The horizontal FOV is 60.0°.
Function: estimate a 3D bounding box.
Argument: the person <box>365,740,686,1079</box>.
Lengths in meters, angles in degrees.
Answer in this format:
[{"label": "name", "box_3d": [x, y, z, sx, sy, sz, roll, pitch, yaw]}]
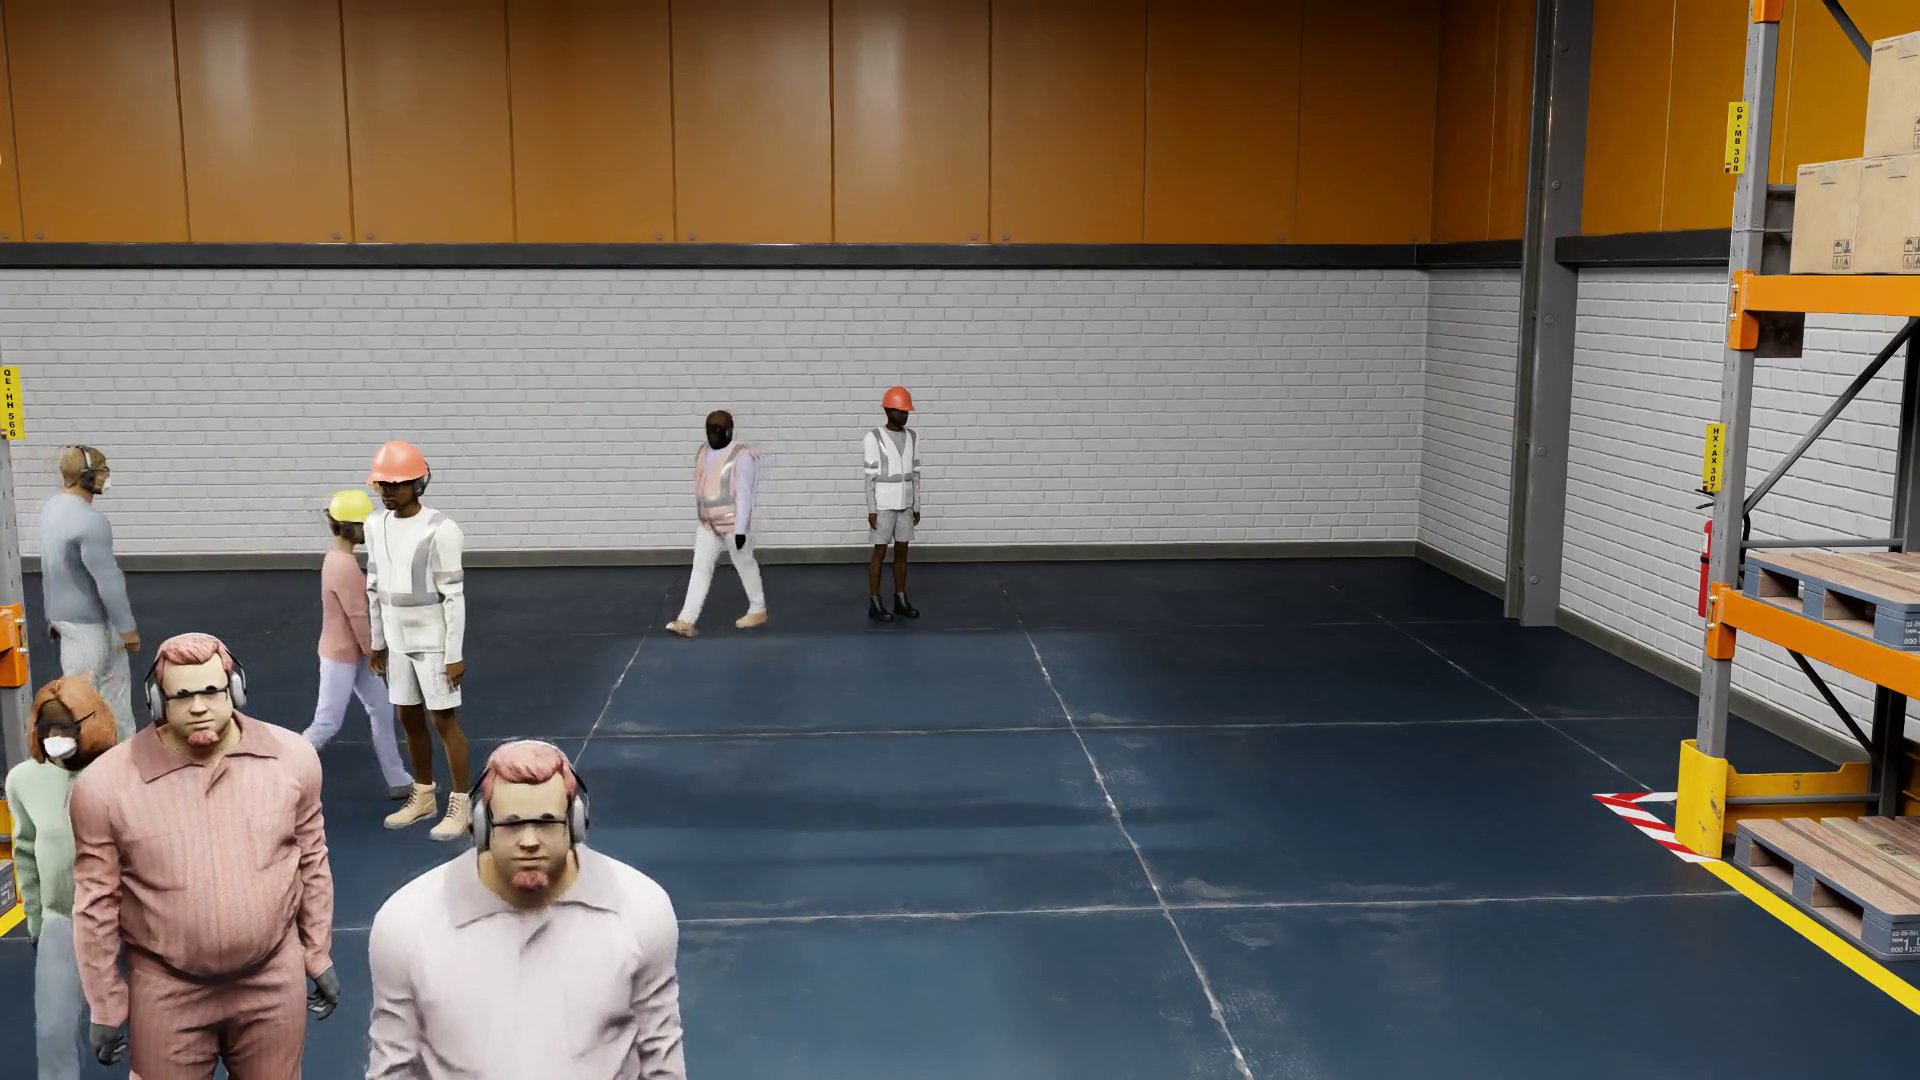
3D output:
[{"label": "person", "box_3d": [-0.910, 1.331, 3.558, 0.660, 1.892, 0.619, -2, 9, -14]}]

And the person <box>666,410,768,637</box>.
[{"label": "person", "box_3d": [-1.873, -0.133, 13.095, 0.643, 1.785, 0.994, 7, 11, 38]}]

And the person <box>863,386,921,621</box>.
[{"label": "person", "box_3d": [-0.532, -0.297, 13.693, 0.547, 1.933, 0.380, -7, 11, -37]}]

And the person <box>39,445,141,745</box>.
[{"label": "person", "box_3d": [-4.676, 0.427, 9.169, 0.830, 1.910, 0.662, -9, 13, -44]}]

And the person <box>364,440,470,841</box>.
[{"label": "person", "box_3d": [-2.736, 0.508, 8.340, 0.621, 2.030, 0.452, 5, 11, 31]}]

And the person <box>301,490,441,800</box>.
[{"label": "person", "box_3d": [-3.263, 0.591, 8.741, 0.869, 1.721, 0.506, -3, 9, -17]}]

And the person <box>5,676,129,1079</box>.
[{"label": "person", "box_3d": [-2.700, 1.220, 5.152, 0.518, 1.599, 0.758, -1, 9, -5]}]

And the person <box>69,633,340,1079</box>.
[{"label": "person", "box_3d": [-1.993, 1.182, 4.461, 0.651, 1.906, 0.403, -6, 11, -35]}]
